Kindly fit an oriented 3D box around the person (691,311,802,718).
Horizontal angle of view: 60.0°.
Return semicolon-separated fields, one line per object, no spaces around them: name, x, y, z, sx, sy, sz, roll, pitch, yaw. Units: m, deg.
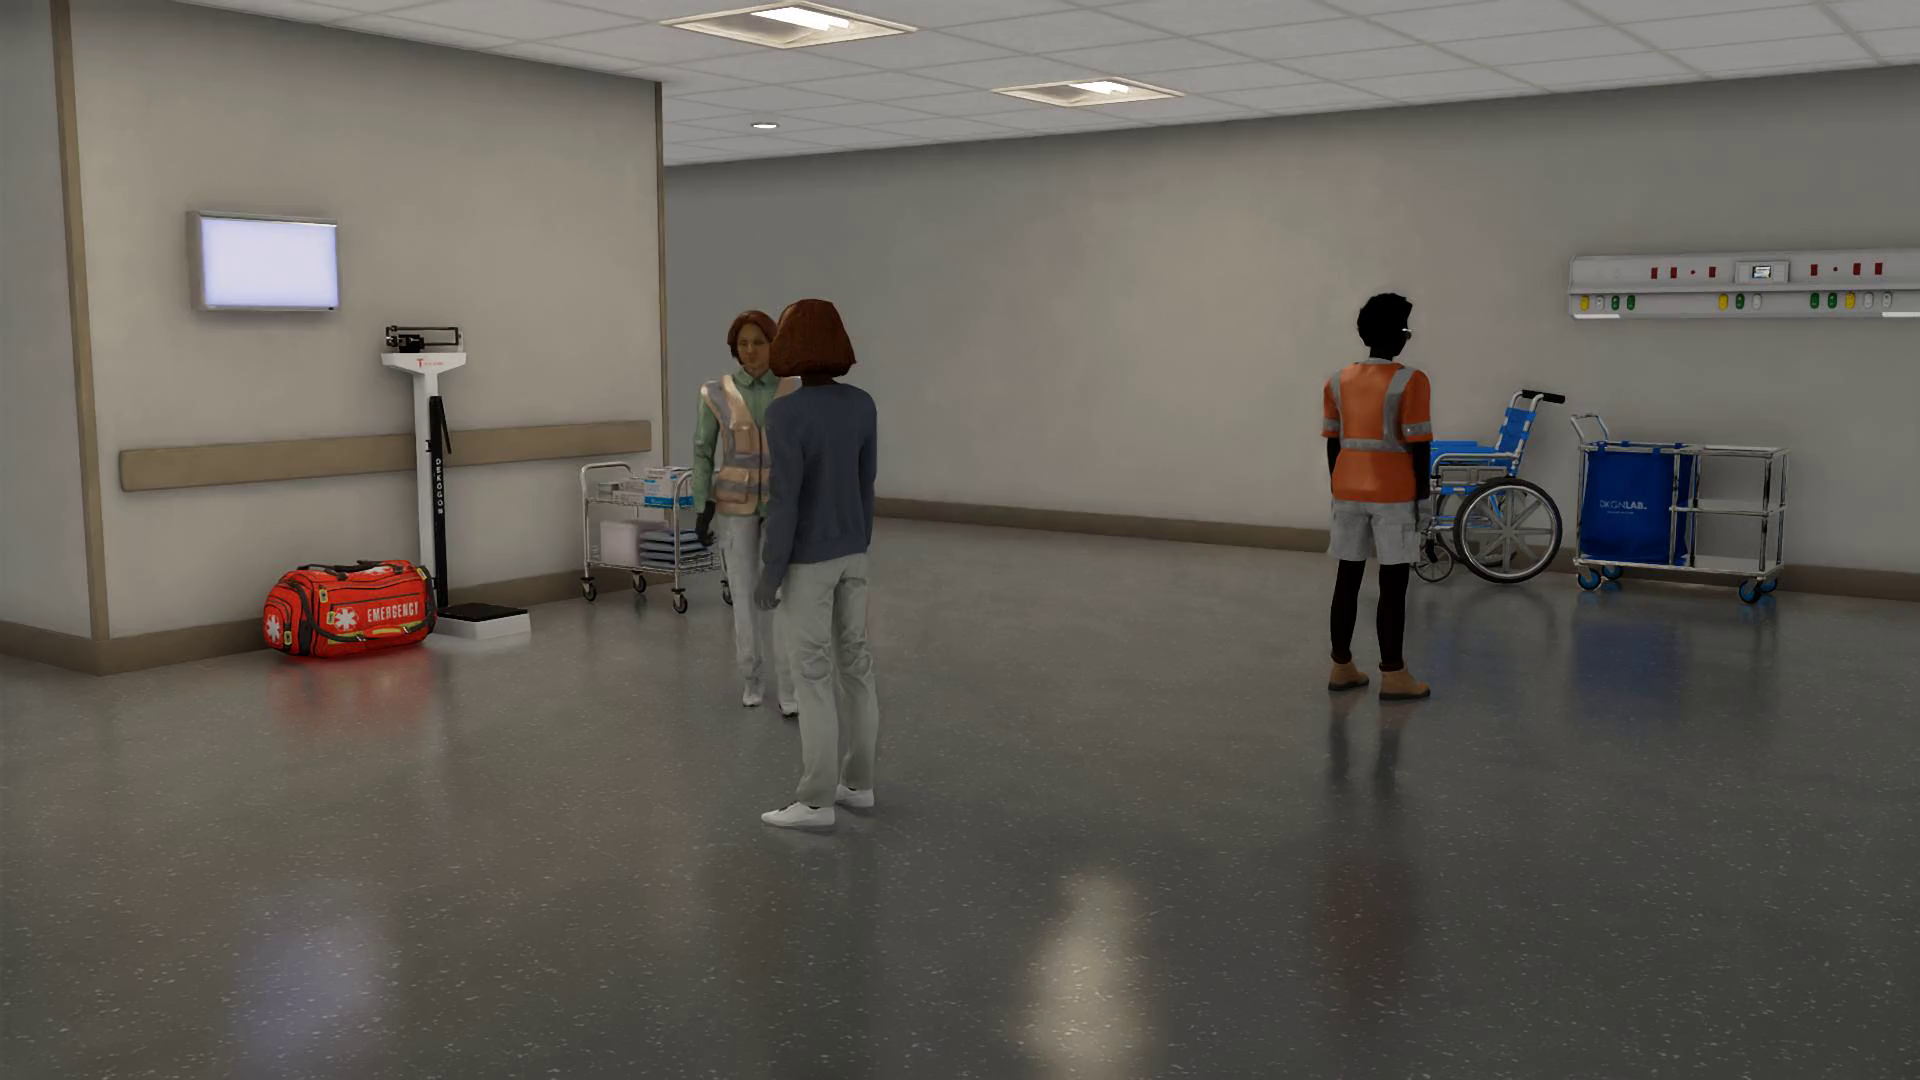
person;-0.799;-0.096;6.621;0.538;1.611;0.664;-1;7;-6

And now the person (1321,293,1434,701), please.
person;1.755;-0.179;6.968;0.316;1.696;0.540;-6;9;-38

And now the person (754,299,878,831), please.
person;-0.441;0.078;5.147;0.278;1.634;0.498;5;8;33
